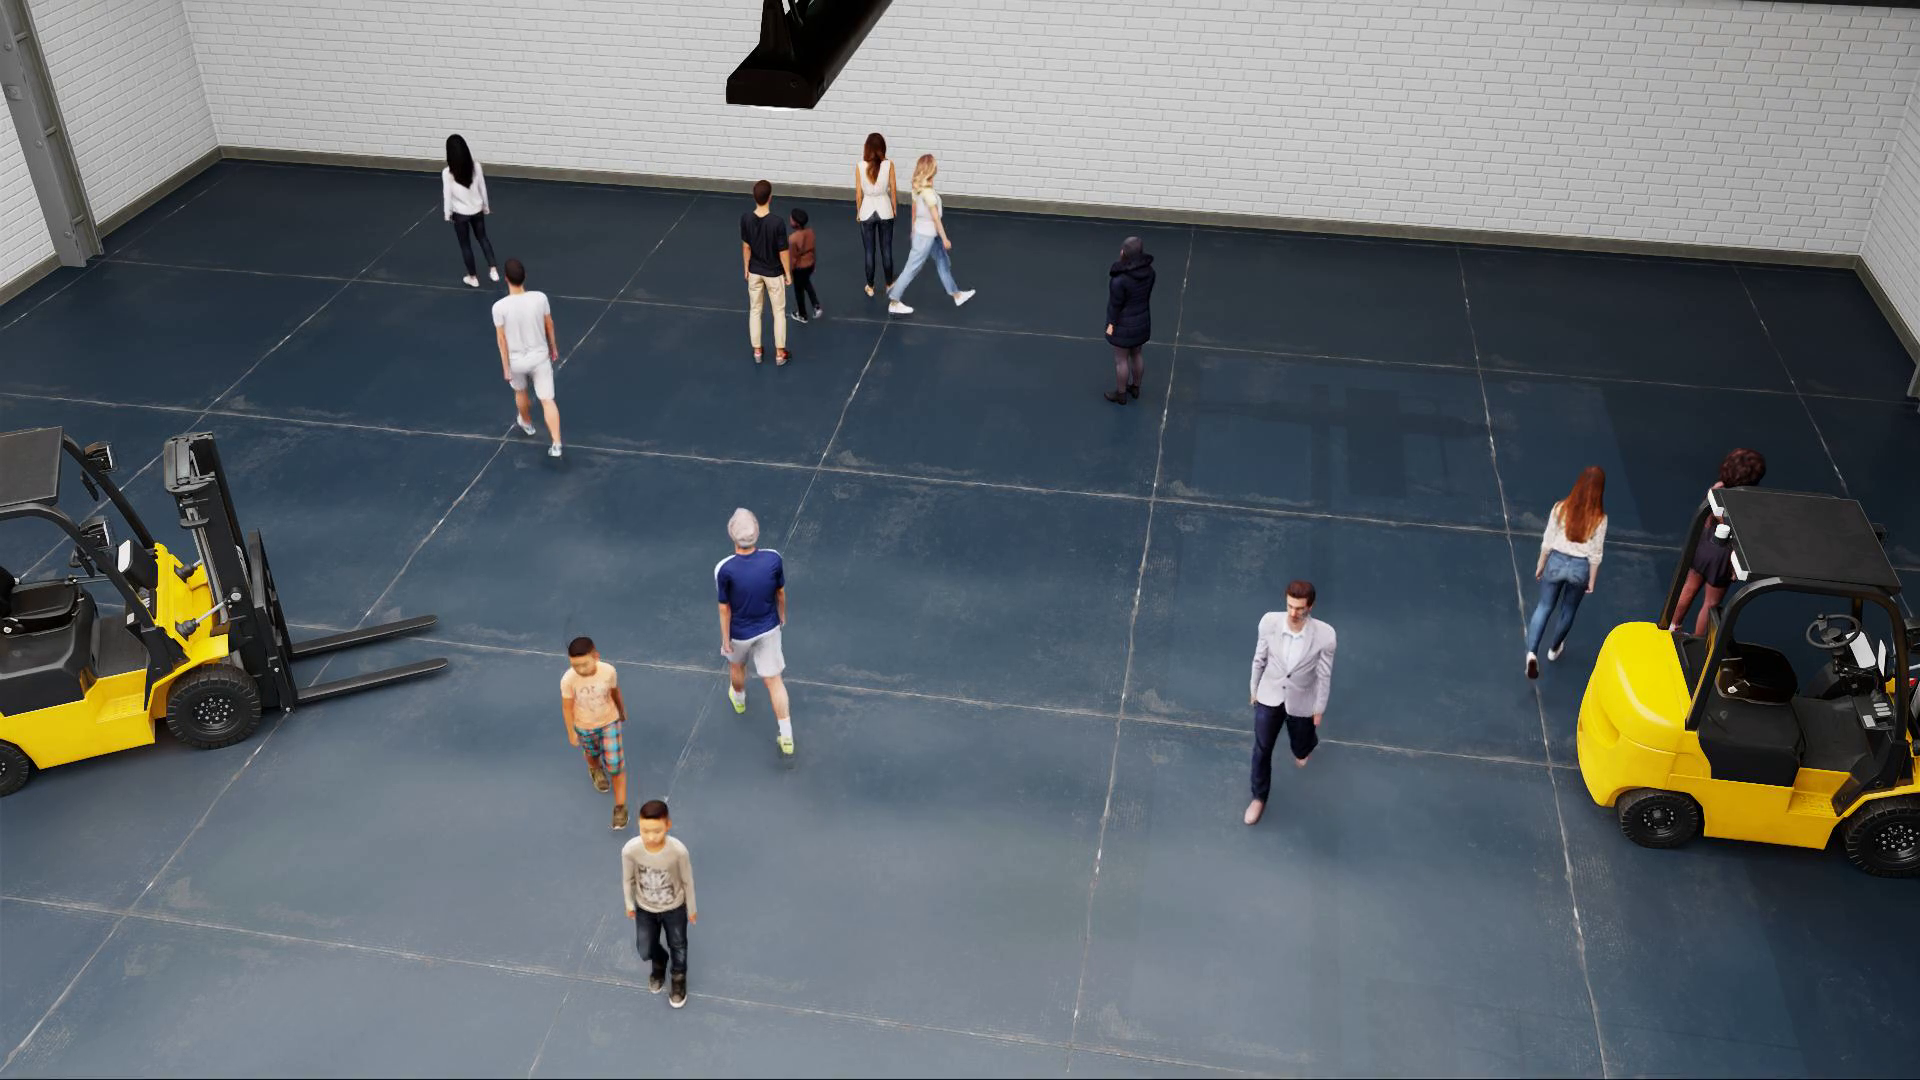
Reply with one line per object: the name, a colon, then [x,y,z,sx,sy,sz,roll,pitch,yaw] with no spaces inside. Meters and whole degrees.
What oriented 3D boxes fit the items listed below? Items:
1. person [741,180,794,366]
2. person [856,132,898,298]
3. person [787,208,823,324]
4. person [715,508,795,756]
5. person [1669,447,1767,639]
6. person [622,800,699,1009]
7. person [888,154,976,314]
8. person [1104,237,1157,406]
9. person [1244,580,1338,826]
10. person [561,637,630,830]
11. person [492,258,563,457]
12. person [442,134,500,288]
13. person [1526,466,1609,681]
person: [-1.886,-2.595,16.178,0.633,1.854,0.545,7,34,11]
person: [-0.875,-3.408,17.464,0.636,1.786,0.605,-3,34,-4]
person: [-1.573,-2.788,17.019,0.733,1.246,0.679,27,42,34]
person: [-1.371,0.661,11.333,1.084,1.795,1.282,-13,36,-19]
person: [5.507,0.127,12.144,0.711,1.786,0.599,-7,34,-10]
person: [-1.710,2.034,9.570,0.622,1.460,0.625,-2,34,-3]
person: [-0.439,-3.061,17.062,1.062,1.652,1.221,-8,34,-12]
person: [1.582,-2.058,15.532,0.791,1.675,0.863,-25,41,-33]
person: [2.163,0.981,10.821,0.855,1.830,1.106,15,37,22]
person: [-2.393,1.146,10.931,0.842,1.433,1.063,-13,36,-18]
person: [-3.769,-1.557,14.654,1.191,1.813,1.322,-17,37,-23]
person: [-5.195,-3.470,17.634,0.803,1.699,0.725,28,43,36]
person: [4.363,0.265,12.009,0.801,1.705,1.060,18,38,25]
